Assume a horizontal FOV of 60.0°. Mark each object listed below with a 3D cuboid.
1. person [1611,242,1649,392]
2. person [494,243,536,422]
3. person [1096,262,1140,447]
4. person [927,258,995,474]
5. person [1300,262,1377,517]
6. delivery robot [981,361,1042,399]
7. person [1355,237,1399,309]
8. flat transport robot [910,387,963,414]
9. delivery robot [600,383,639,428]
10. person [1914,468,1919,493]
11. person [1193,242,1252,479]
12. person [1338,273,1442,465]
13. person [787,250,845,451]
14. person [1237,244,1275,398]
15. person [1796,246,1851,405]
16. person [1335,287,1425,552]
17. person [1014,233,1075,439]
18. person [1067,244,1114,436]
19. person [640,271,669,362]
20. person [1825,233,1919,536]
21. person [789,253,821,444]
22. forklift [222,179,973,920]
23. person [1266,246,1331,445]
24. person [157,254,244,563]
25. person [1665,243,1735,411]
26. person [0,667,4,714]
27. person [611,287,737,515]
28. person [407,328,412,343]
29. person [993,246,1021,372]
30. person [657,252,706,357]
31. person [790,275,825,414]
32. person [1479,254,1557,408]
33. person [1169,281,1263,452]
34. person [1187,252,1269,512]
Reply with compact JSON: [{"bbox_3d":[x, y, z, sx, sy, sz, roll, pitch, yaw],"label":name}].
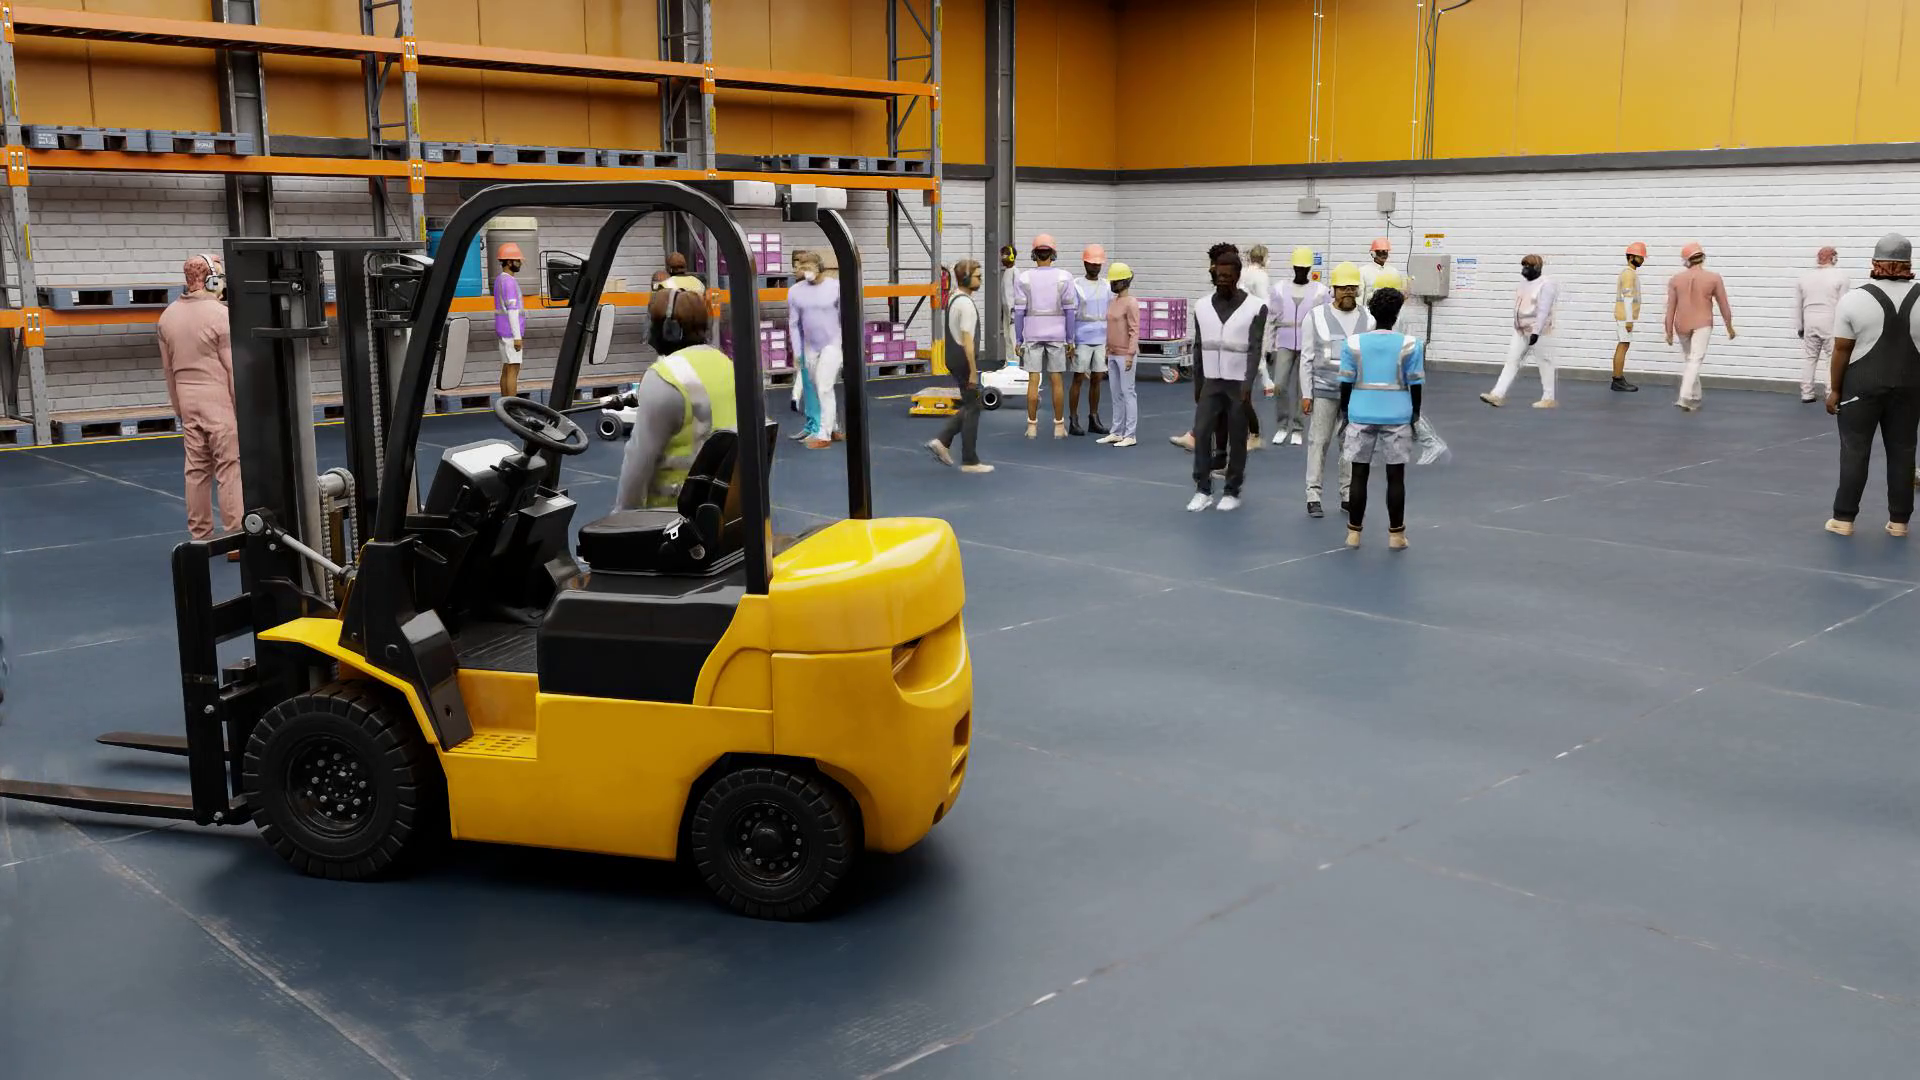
[{"bbox_3d":[8.718,-2.899,21.660,0.374,1.929,0.542,3,11,18],"label":"person"},{"bbox_3d":[-4.870,-2.252,18.106,0.354,1.939,0.544,-5,12,-28],"label":"person"},{"bbox_3d":[1.535,-1.778,16.000,0.315,1.766,0.523,-4,11,-23],"label":"person"},{"bbox_3d":[0.029,-1.461,14.081,0.462,1.831,0.548,-2,11,-13],"label":"person"},{"bbox_3d":[2.737,-1.074,11.969,0.587,1.834,0.403,-1,10,-7],"label":"person"},{"bbox_3d":[0.603,-1.848,19.417,0.707,0.478,0.477,1,10,4],"label":"delivery robot"},{"bbox_3d":[5.287,-2.833,21.112,0.611,1.997,0.375,-3,11,-18],"label":"person"},{"bbox_3d":[-0.152,-1.606,19.132,0.652,0.197,1.431,1,10,7],"label":"flat transport robot"},{"bbox_3d":[-3.199,-1.320,16.542,0.707,0.478,0.477,1,10,7],"label":"delivery robot"},{"bbox_3d":[7.885,-1.274,12.915,1.008,1.882,0.652,3,11,18],"label":"person"},{"bbox_3d":[2.214,-1.495,13.901,0.361,1.962,0.612,-4,11,-19],"label":"person"},{"bbox_3d":[3.818,-1.483,14.560,0.870,1.700,0.486,1,10,8],"label":"person"},{"bbox_3d":[-1.297,-1.833,15.949,0.636,1.893,0.894,4,11,23],"label":"person"},{"bbox_3d":[3.711,-2.671,20.487,0.959,1.895,0.651,-2,11,-12],"label":"person"},{"bbox_3d":[10.357,-2.572,19.962,0.416,1.900,0.674,-7,12,-33],"label":"person"},{"bbox_3d":[2.685,-0.766,10.684,0.569,1.692,0.317,4,11,19],"label":"person"},{"bbox_3d":[0.839,-2.019,16.549,0.605,2.043,0.384,1,10,5],"label":"person"},{"bbox_3d":[1.335,-2.025,16.871,0.550,1.933,0.373,-5,12,-27],"label":"person"},{"bbox_3d":[-3.635,-2.458,20.181,0.508,1.588,0.867,10,14,43],"label":"person"},{"bbox_3d":[6.203,-1.045,11.241,0.676,2.000,0.536,2,11,12],"label":"person"},{"bbox_3d":[-1.453,-1.865,16.242,0.390,1.848,0.563,-3,11,-17],"label":"person"},{"bbox_3d":[-1.114,-0.058,5.440,2.313,2.155,1.214,2,11,13],"label":"forklift"},{"bbox_3d":[3.241,-1.851,15.970,0.623,1.911,0.550,3,11,18],"label":"person"},{"bbox_3d":[-4.620,-0.811,10.333,0.642,1.909,0.410,5,11,23],"label":"person"},{"bbox_3d":[8.560,-2.477,19.353,0.693,1.933,1.035,9,14,42],"label":"person"},{"bbox_3d":[-2.915,0.412,4.574,0.880,1.576,0.508,8,13,36],"label":"person"},{"bbox_3d":[-1.222,-0.126,6.874,0.716,1.823,0.638,3,11,16],"label":"person"},{"bbox_3d":[-5.796,-1.876,16.864,0.511,1.643,0.308,0,10,1],"label":"person"},{"bbox_3d":[0.706,-3.337,24.206,0.328,1.872,0.508,-4,11,-20],"label":"person"},{"bbox_3d":[-2.994,-2.140,17.765,0.430,1.841,0.624,8,13,36],"label":"person"},{"bbox_3d":[-1.697,-2.193,18.684,0.551,1.609,0.450,7,12,32],"label":"person"},{"bbox_3d":[6.598,-2.421,19.416,0.944,1.795,0.626,-4,11,-21],"label":"person"},{"bbox_3d":[2.427,-1.621,15.447,0.886,1.642,0.536,-2,11,-9],"label":"person"},{"bbox_3d":[1.922,-1.132,12.111,0.592,1.892,0.667,6,12,28],"label":"person"}]
